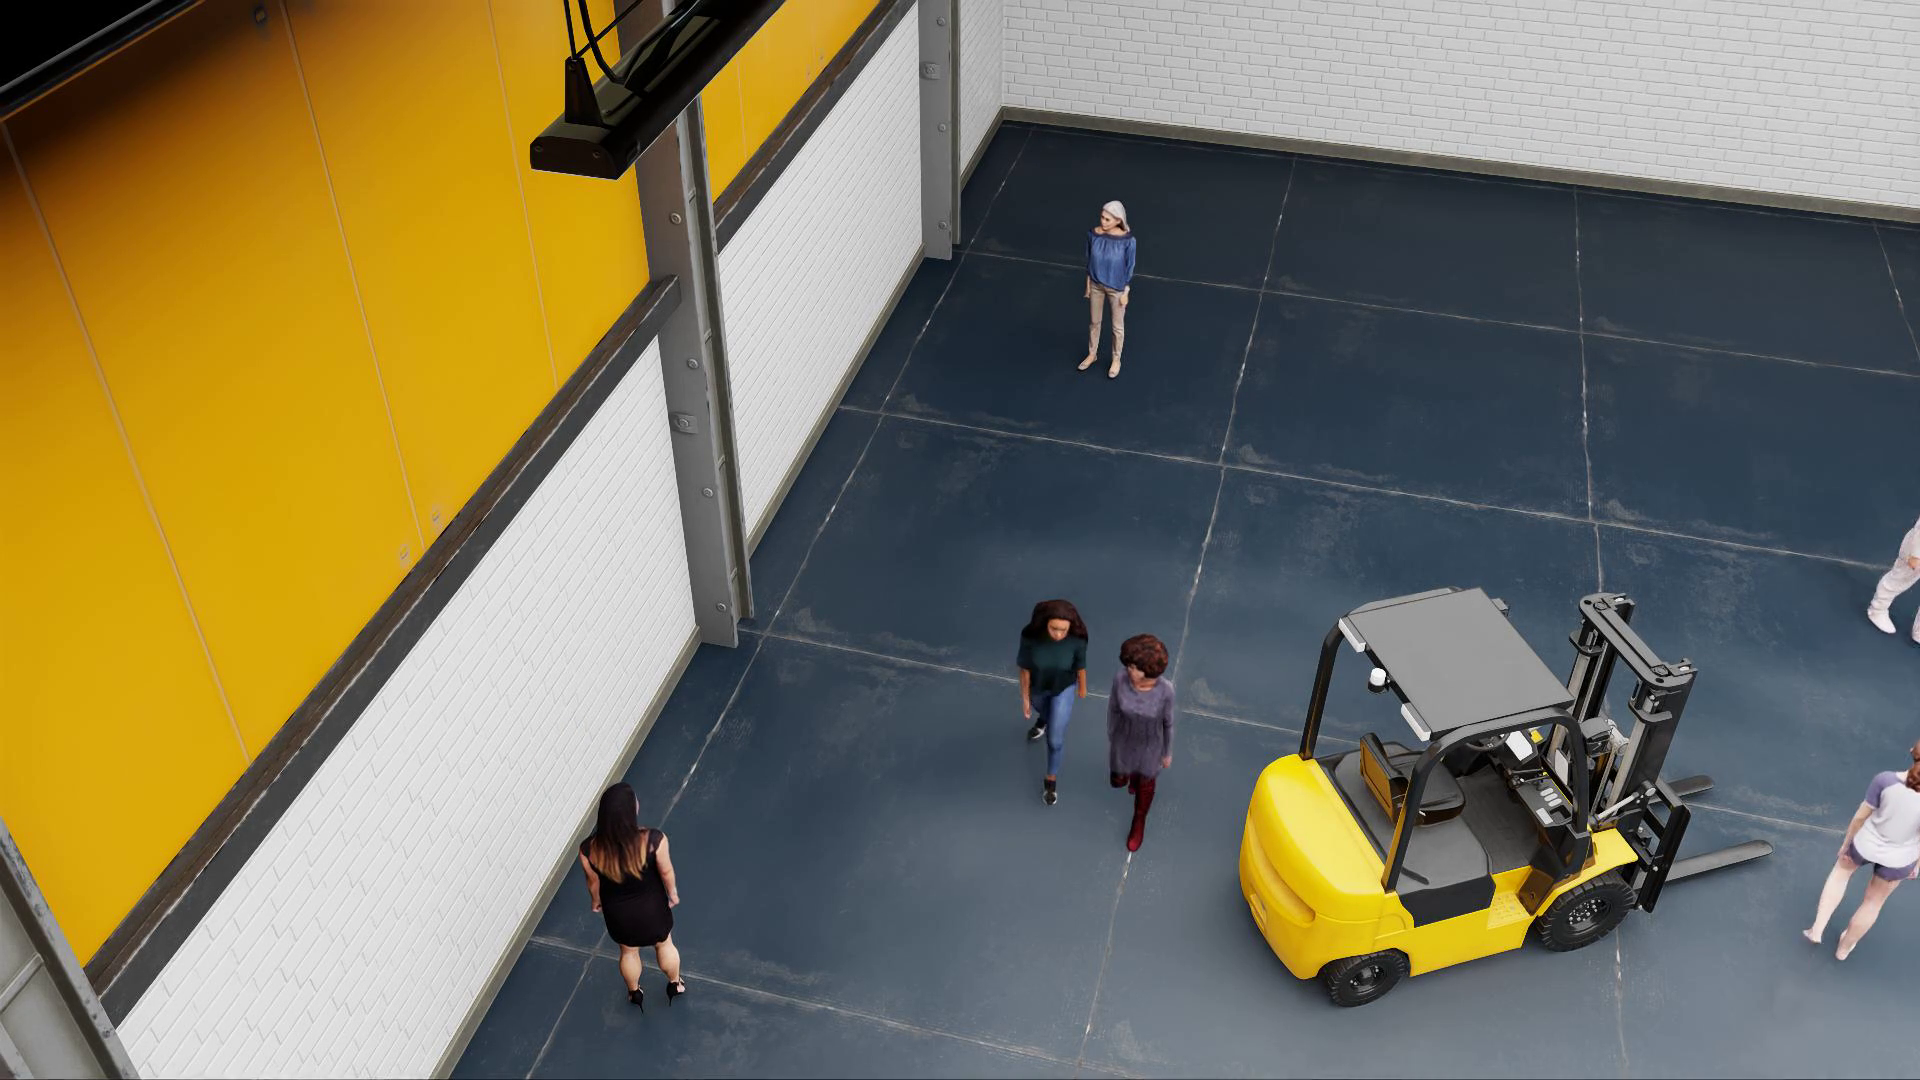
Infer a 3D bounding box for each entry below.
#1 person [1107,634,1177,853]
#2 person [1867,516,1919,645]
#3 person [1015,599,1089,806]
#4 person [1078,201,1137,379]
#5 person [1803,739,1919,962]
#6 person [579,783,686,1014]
[{"bbox_3d":[1.140,1.205,10.351,0.609,1.697,0.770,11,40,14],"label":"person"},{"bbox_3d":[6.918,-0.024,11.913,0.840,1.669,0.930,-9,39,-11],"label":"person"},{"bbox_3d":[0.591,0.917,10.816,0.621,1.568,1.022,12,40,14],"label":"person"},{"bbox_3d":[1.310,-2.229,14.649,0.660,1.700,0.630,17,42,21],"label":"person"},{"bbox_3d":[5.259,1.827,9.529,0.697,1.753,0.757,28,46,30],"label":"person"},{"bbox_3d":[-1.814,2.029,9.307,0.736,1.714,0.738,-5,39,-7],"label":"person"}]
